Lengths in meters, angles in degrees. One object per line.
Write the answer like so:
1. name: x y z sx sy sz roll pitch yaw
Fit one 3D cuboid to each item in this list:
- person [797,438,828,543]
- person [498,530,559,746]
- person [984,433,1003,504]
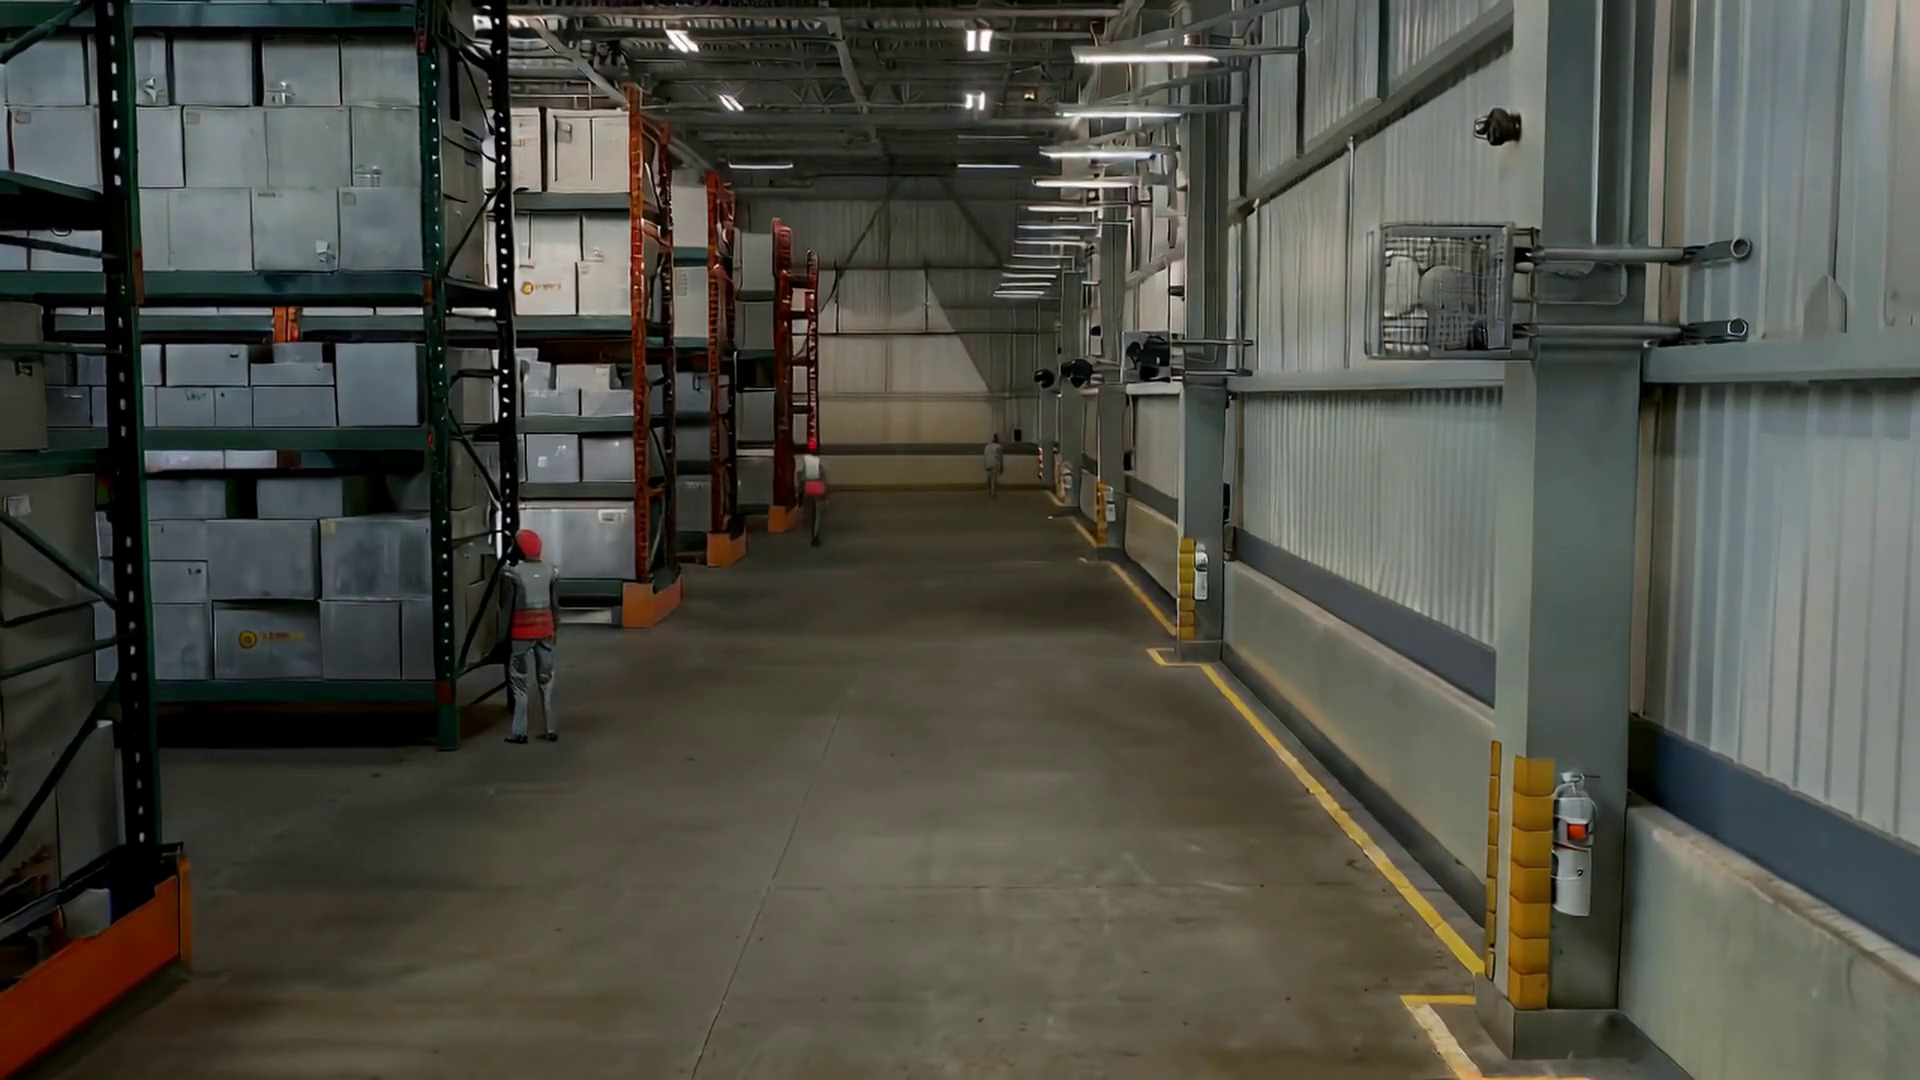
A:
1. person: -2.630 -0.867 29.605 0.557 1.914 0.769 0 5 0
2. person: -3.238 0.736 12.543 0.318 1.631 0.518 4 6 40
3. person: 0.826 -1.767 40.982 0.339 1.752 0.564 -4 6 -37
